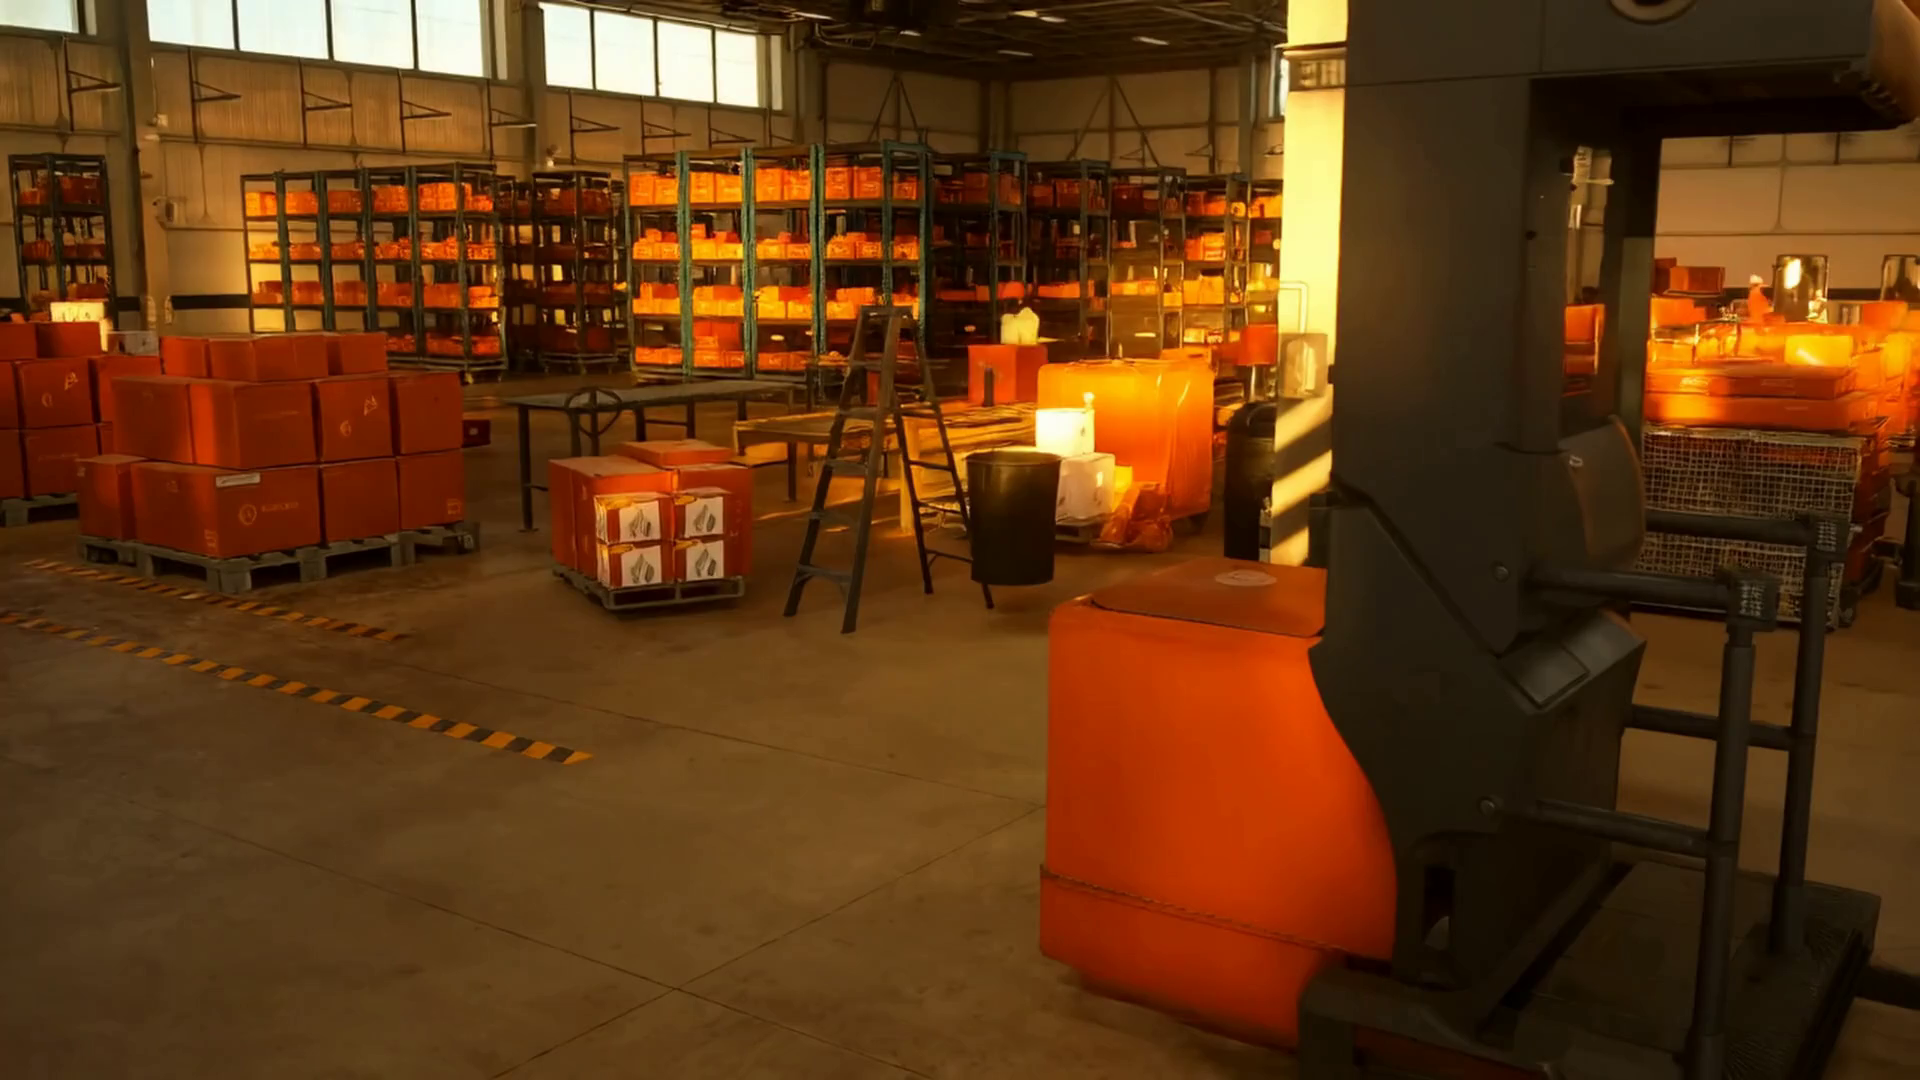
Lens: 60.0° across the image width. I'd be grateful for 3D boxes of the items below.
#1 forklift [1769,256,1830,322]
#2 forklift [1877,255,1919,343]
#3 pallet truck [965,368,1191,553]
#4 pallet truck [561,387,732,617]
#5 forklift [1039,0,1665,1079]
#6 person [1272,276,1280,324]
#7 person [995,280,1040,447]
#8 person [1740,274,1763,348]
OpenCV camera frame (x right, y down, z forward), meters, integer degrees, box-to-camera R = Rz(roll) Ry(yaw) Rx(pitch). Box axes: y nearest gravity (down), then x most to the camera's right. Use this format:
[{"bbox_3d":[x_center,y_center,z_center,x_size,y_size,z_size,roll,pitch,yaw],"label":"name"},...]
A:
[{"bbox_3d":[20.253,-5.854,40.139,1.157,1.987,2.680,7,12,35],"label":"forklift"},{"bbox_3d":[22.089,-5.634,38.796,1.157,1.987,2.680,6,11,33],"label":"forklift"},{"bbox_3d":[0.845,-0.609,11.869,1.630,1.274,0.653,7,12,35],"label":"pallet truck"},{"bbox_3d":[-1.981,-0.274,10.088,0.680,1.201,1.601,-5,11,-28],"label":"pallet truck"},{"bbox_3d":[1.249,-0.137,4.360,1.873,2.768,1.129,7,12,35],"label":"forklift"},{"bbox_3d":[5.884,-3.903,30.011,0.571,1.805,0.946,7,12,35],"label":"person"},{"bbox_3d":[0.586,-1.886,17.957,0.527,1.807,0.621,-7,12,-38],"label":"person"},{"bbox_3d":[15.725,-4.406,33.120,0.554,1.745,0.555,1,10,5],"label":"person"}]
